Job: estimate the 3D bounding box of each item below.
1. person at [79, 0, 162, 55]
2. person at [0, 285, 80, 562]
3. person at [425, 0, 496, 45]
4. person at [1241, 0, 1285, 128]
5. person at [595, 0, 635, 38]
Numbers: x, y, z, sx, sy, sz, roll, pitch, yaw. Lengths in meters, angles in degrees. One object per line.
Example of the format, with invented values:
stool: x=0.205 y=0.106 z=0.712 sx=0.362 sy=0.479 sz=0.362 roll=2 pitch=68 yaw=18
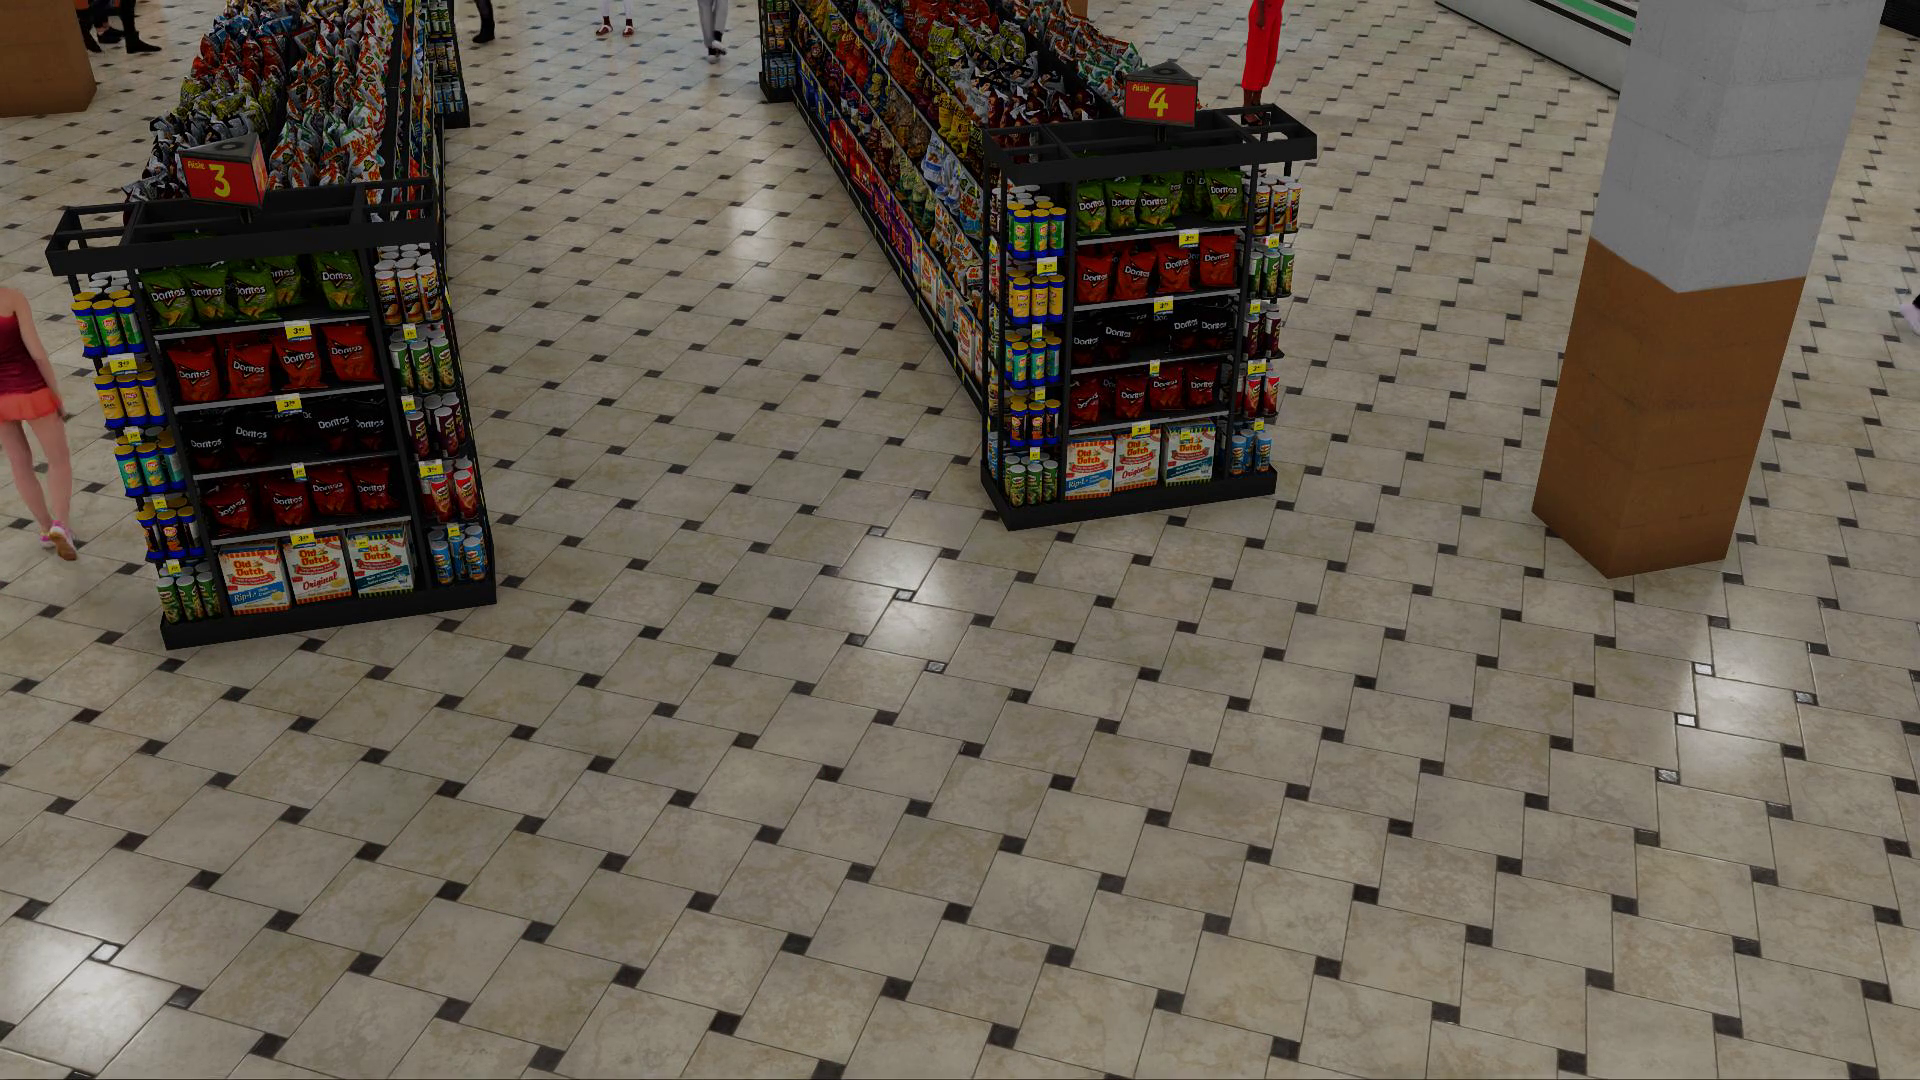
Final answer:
person: x=-8.244 y=-5.582 z=15.895 sx=0.884 sy=1.860 sz=0.953 roll=-4 pitch=32 yaw=-6
person: x=-4.606 y=-0.654 z=8.092 sx=0.617 sy=1.736 sz=0.949 roll=-12 pitch=34 yaw=-19
person: x=-4.807 y=-5.742 z=16.201 sx=1.077 sy=1.809 sz=1.130 roll=17 pitch=36 yaw=25
person: x=2.592 y=-4.418 z=14.089 sx=0.731 sy=1.792 sz=0.681 roll=19 pitch=37 yaw=28
person: x=-3.488 y=-5.914 z=16.558 sx=0.664 sy=1.724 sz=0.634 roll=4 pitch=32 yaw=7
